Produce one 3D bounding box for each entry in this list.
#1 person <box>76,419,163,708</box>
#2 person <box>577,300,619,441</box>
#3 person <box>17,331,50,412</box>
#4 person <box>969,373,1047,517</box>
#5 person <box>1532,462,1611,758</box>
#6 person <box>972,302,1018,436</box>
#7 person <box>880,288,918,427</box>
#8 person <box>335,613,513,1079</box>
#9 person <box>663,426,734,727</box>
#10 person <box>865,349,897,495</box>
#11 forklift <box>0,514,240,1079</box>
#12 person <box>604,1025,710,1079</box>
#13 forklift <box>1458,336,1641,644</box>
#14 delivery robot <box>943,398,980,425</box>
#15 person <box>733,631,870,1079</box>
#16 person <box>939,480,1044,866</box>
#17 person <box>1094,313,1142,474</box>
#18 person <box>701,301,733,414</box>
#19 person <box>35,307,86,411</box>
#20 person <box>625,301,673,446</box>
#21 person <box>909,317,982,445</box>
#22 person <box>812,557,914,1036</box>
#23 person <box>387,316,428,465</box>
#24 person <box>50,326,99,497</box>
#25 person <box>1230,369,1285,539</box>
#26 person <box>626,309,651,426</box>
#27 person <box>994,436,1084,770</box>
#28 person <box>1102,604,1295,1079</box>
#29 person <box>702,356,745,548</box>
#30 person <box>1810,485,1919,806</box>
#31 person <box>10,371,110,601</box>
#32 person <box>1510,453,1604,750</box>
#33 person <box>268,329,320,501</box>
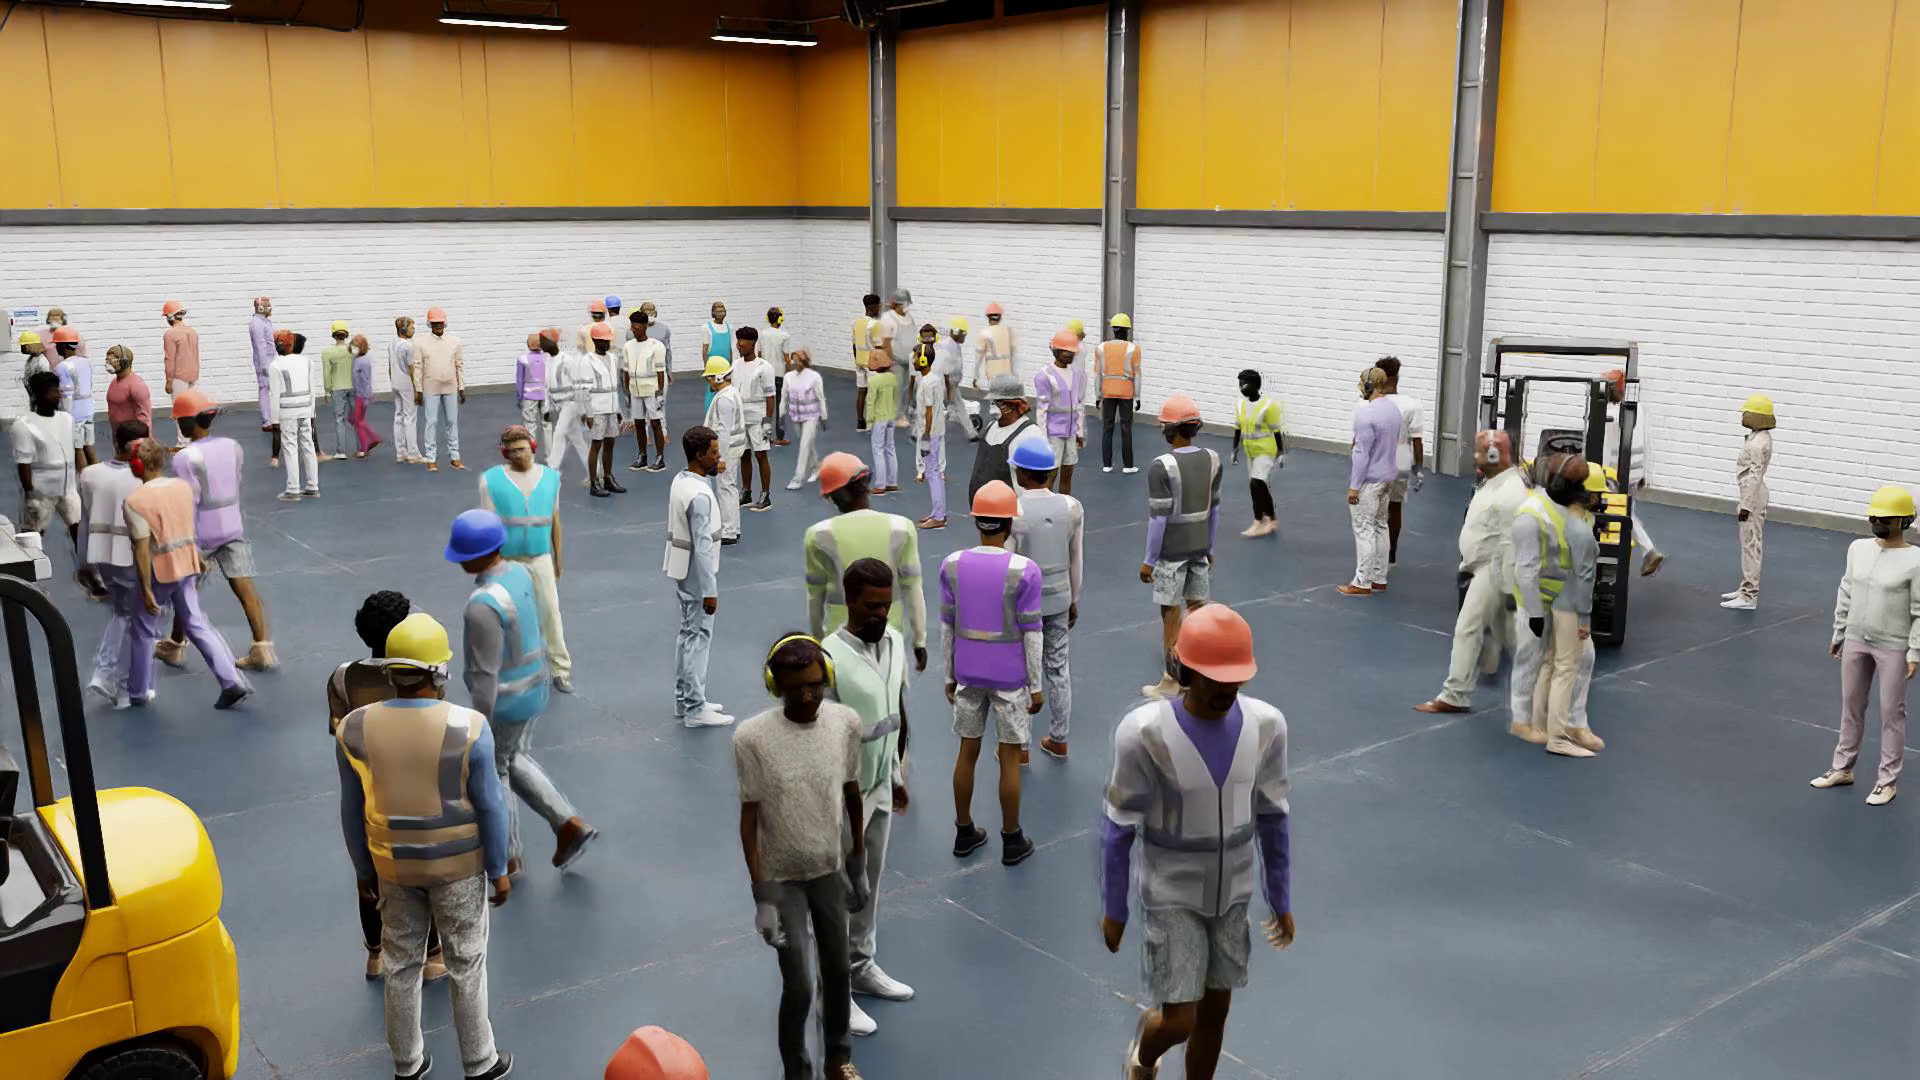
[{"bbox_3d":[-5.417,0.161,10.825,0.639,1.885,0.466,3,12,12],"label":"person"},{"bbox_3d":[-4.937,-2.311,22.745,0.567,1.902,0.559,1,12,3],"label":"person"},{"bbox_3d":[-10.966,-1.619,19.792,0.484,1.738,0.321,10,15,40],"label":"person"},{"bbox_3d":[0.327,-0.219,12.293,0.536,2.000,0.681,-7,14,-31],"label":"person"},{"bbox_3d":[3.666,0.407,9.944,0.331,1.765,0.533,0,12,0],"label":"person"},{"bbox_3d":[0.459,-2.242,22.395,0.546,1.894,0.728,-8,14,-35],"label":"person"},{"bbox_3d":[-0.853,-2.634,23.957,0.539,2.000,0.696,11,16,42],"label":"person"},{"bbox_3d":[-1.939,1.167,6.109,0.600,1.829,0.404,1,12,3],"label":"person"},{"bbox_3d":[-1.659,0.232,10.446,0.386,1.912,0.592,-4,12,-19],"label":"person"},{"bbox_3d":[-0.880,-1.317,18.604,0.282,1.627,0.502,8,14,32],"label":"person"},{"bbox_3d":[-3.687,1.115,5.480,2.313,2.155,1.214,-9,15,-36],"label":"forklift"},{"bbox_3d":[-0.568,1.785,3.300,0.563,1.755,0.321,-9,15,-37],"label":"person"},{"bbox_3d":[4.683,-0.471,13.136,1.214,2.155,2.313,4,12,20],"label":"forklift"},{"bbox_3d":[-0.091,-1.841,23.504,0.707,0.478,0.477,-3,12,-16],"label":"delivery robot"},{"bbox_3d":[-0.538,1.201,5.932,0.528,1.835,0.441,-7,14,-30],"label":"person"},{"bbox_3d":[0.166,0.661,8.319,0.547,1.929,0.386,6,13,26],"label":"person"},{"bbox_3d":[1.902,-1.752,19.988,0.586,1.921,0.383,5,13,22],"label":"person"},{"bbox_3d":[-3.406,-2.443,23.507,0.505,1.847,0.347,-10,15,-40],"label":"person"},{"bbox_3d":[-11.607,-2.066,21.542,0.637,1.913,0.844,-1,12,-7],"label":"person"},{"bbox_3d":[-4.146,-2.225,22.264,0.637,1.930,0.373,-8,14,-34],"label":"person"},{"bbox_3d":[-0.179,-2.113,22.235,1.091,1.733,0.607,3,12,16],"label":"person"},{"bbox_3d":[-0.415,1.001,6.715,0.394,1.913,0.590,6,13,27],"label":"person"},{"bbox_3d":[-6.886,-1.853,20.678,0.506,1.839,0.351,10,15,39],"label":"person"},{"bbox_3d":[-9.533,-1.329,17.904,0.359,1.938,0.547,0,12,0],"label":"person"},{"bbox_3d":[2.892,-0.837,16.177,0.673,1.654,0.548,-7,13,-29],"label":"person"},{"bbox_3d":[-4.656,-2.481,24.031,0.338,1.707,0.589,-3,12,-12],"label":"person"},{"bbox_3d":[0.438,0.366,9.686,0.614,1.949,0.382,-6,13,-28],"label":"person"},{"bbox_3d":[0.805,1.183,5.569,0.639,2.022,0.468,-4,12,-19],"label":"person"},{"bbox_3d":[-2.248,-0.842,15.847,0.403,1.820,0.603,-1,12,-4],"label":"person"},{"bbox_3d":[5.039,0.572,9.140,0.315,1.769,0.524,-6,13,-27],"label":"person"},{"bbox_3d":[-7.450,-0.436,13.649,1.033,1.914,0.613,4,12,20],"label":"person"},{"bbox_3d":[3.600,0.382,9.937,0.659,1.812,0.705,-7,14,-30],"label":"person"},{"bbox_3d":[-7.305,-1.364,18.221,0.358,1.880,0.575,6,13,27],"label":"person"}]
